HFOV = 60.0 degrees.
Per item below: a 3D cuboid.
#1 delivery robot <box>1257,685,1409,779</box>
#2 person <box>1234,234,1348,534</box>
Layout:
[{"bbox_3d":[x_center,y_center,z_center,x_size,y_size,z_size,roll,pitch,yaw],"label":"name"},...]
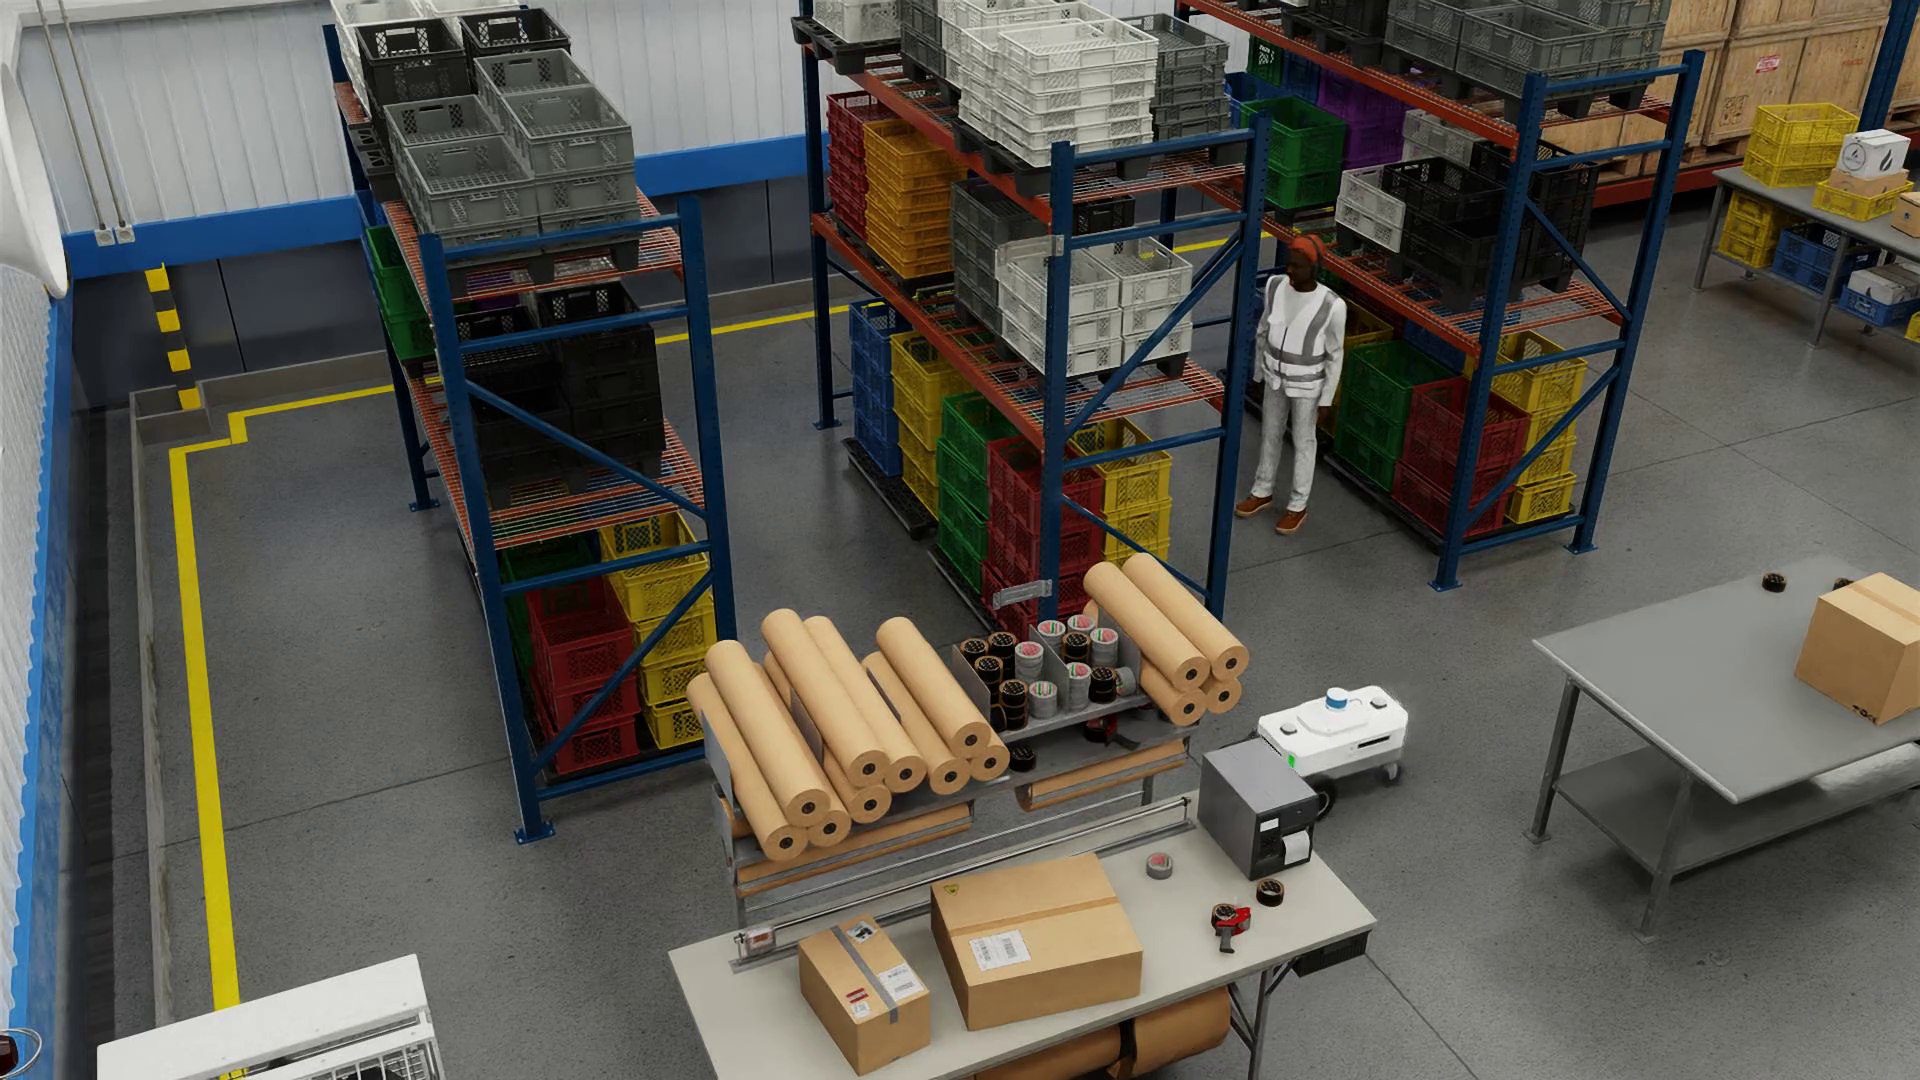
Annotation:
[{"bbox_3d":[1.805,0.937,8.068,0.707,0.478,0.477,-13,34,-20],"label":"delivery robot"},{"bbox_3d":[1.984,-0.927,9.924,0.361,1.883,0.574,-26,40,-36],"label":"person"}]
